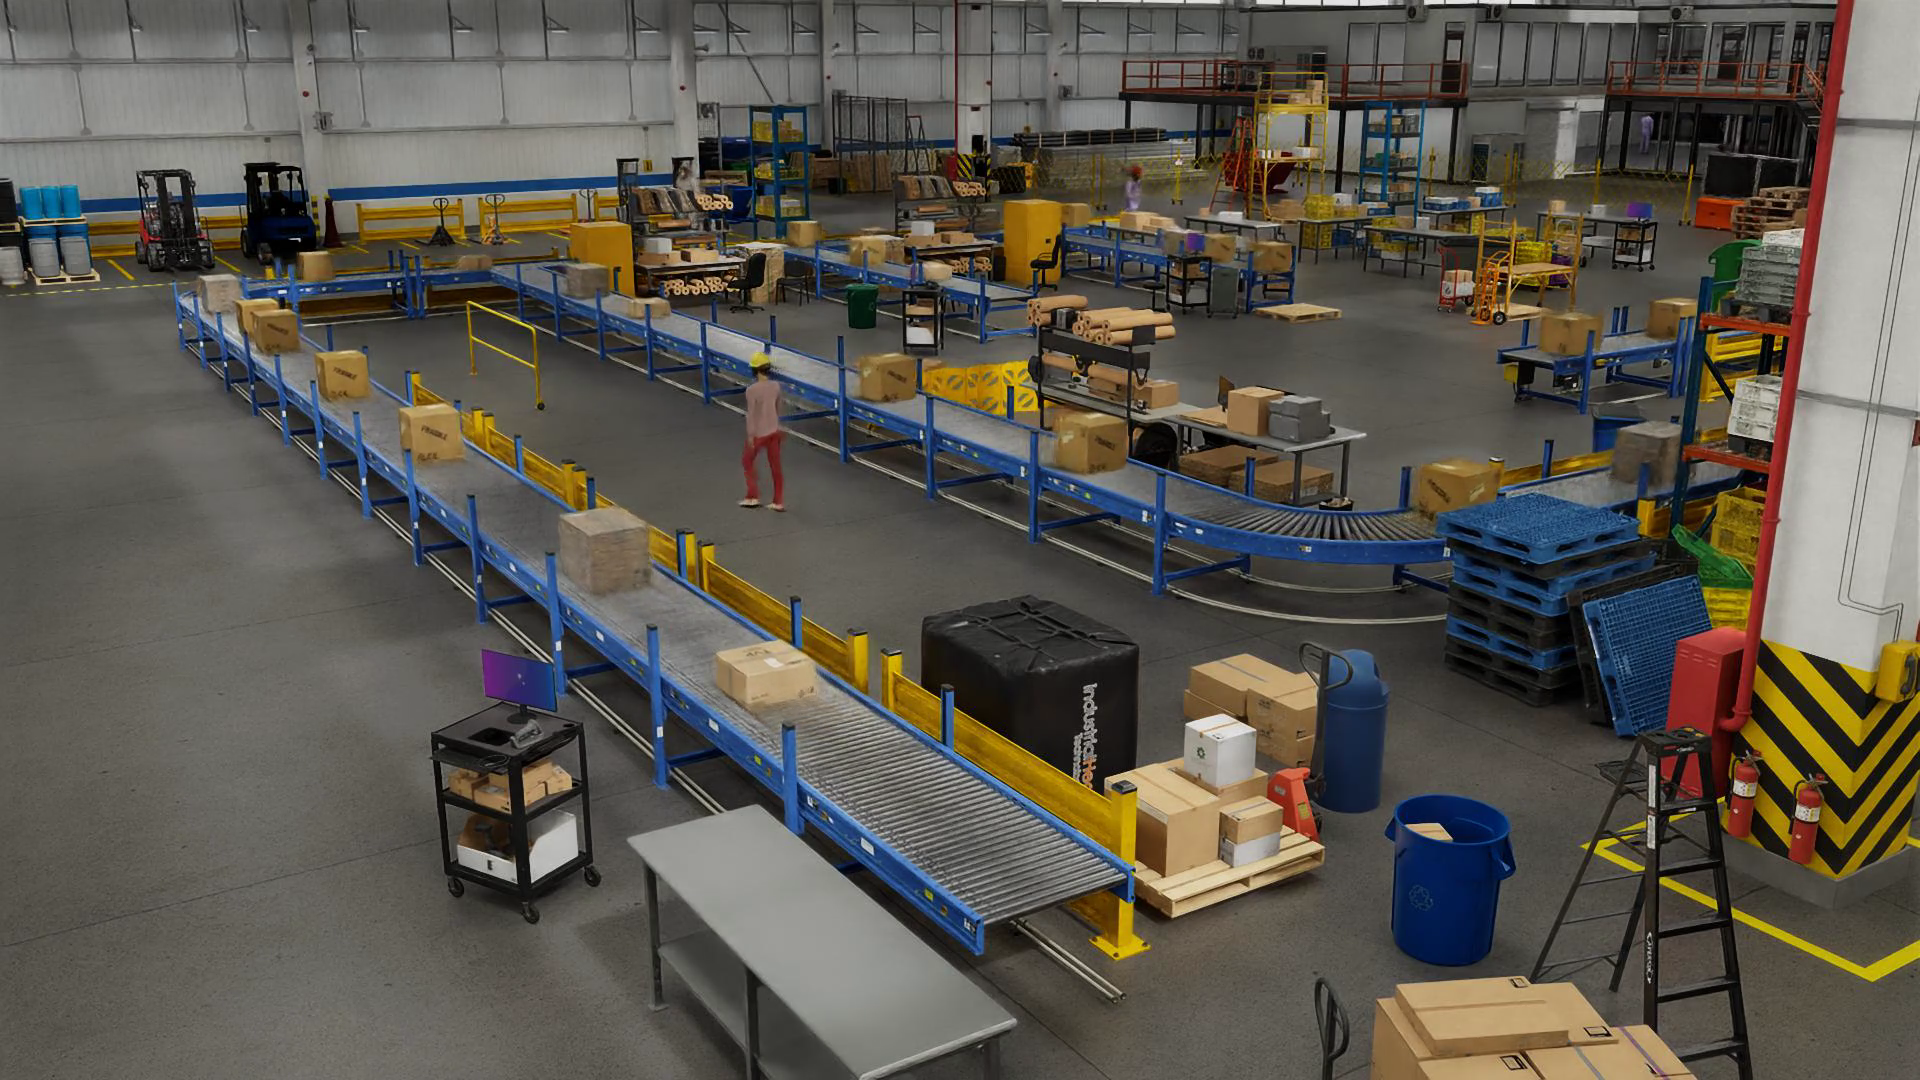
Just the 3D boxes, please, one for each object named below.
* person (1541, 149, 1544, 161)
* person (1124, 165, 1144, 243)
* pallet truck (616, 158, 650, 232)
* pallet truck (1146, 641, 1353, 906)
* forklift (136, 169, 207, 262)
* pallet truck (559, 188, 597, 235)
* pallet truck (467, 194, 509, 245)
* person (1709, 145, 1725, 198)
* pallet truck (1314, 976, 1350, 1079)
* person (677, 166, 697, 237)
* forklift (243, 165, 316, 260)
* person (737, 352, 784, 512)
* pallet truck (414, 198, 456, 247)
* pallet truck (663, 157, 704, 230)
[{"bbox_3d":[21.827,-14.471,62.499,0.496,1.625,0.281,10,19,29],"label":"person"},{"bbox_3d":[4.271,-8.220,41.032,0.564,2.021,0.689,8,19,25],"label":"person"},{"bbox_3d":[-8.918,-9.176,44.255,0.823,1.965,1.885,-9,19,-27],"label":"pallet truck"},{"bbox_3d":[1.664,1.407,10.232,1.630,1.274,0.653,-10,20,-31],"label":"pallet truck"},{"bbox_3d":[-17.842,-7.318,37.559,1.157,1.987,2.680,-10,20,-31],"label":"forklift"},{"bbox_3d":[-10.010,-8.652,43.699,0.653,1.274,1.630,-10,20,-31],"label":"pallet truck"},{"bbox_3d":[-11.983,-8.177,42.137,0.704,1.261,1.522,-11,20,-33],"label":"pallet truck"},{"bbox_3d":[23.702,-11.444,52.081,0.400,1.832,0.552,9,19,28],"label":"person"},{"bbox_3d":[2.299,2.390,7.086,1.601,1.201,0.680,-2,17,-7],"label":"pallet truck"},{"bbox_3d":[-6.995,-8.637,42.664,0.655,1.882,0.458,8,19,26],"label":"person"},{"bbox_3d":[-15.898,-7.669,38.708,1.157,1.987,2.680,-11,20,-33],"label":"forklift"},{"bbox_3d":[-2.184,-1.178,18.075,0.683,1.742,0.546,14,22,39],"label":"person"},{"bbox_3d":[-13.250,-8.060,41.856,0.680,1.201,1.601,-10,20,-31],"label":"pallet truck"},{"bbox_3d":[-7.586,-9.308,44.692,0.823,1.965,1.885,-11,20,-33],"label":"pallet truck"}]
